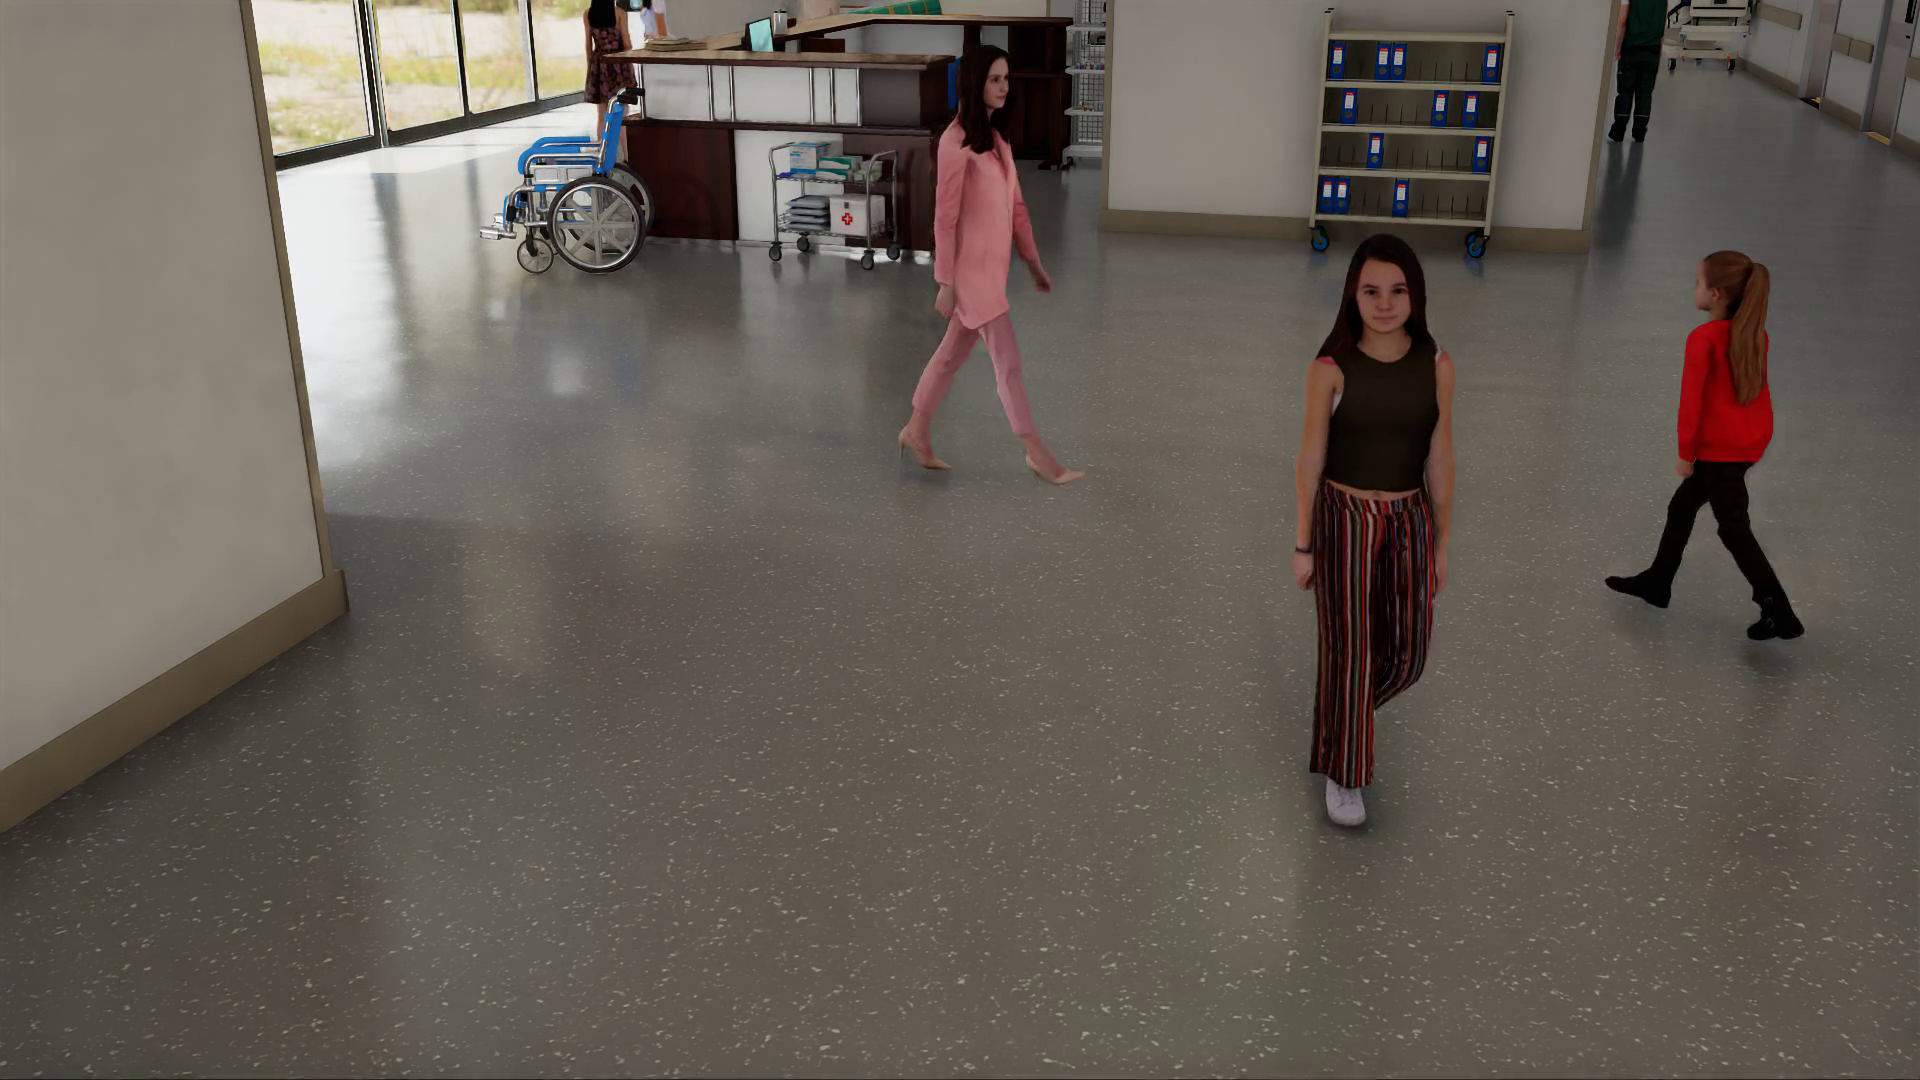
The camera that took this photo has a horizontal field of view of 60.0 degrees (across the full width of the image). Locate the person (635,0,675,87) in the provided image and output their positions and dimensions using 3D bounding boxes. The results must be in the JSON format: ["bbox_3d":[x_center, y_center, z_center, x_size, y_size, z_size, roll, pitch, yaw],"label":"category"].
[{"bbox_3d":[-2.798,-4.621,16.133,1.056,1.769,0.903,-6,22,-16],"label":"person"}]

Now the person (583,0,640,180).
[{"bbox_3d":[-3.114,-4.123,14.812,0.675,1.774,0.782,1,21,3],"label":"person"}]

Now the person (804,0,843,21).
[{"bbox_3d":[-1.439,-4.854,16.797,0.752,1.734,0.786,10,23,25],"label":"person"}]

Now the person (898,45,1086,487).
[{"bbox_3d":[-0.008,-1.063,6.765,1.158,1.750,0.788,10,23,25],"label":"person"}]

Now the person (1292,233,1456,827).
[{"bbox_3d":[1.061,-0.042,4.353,0.783,1.550,0.713,1,21,3],"label":"person"}]

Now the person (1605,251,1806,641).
[{"bbox_3d":[2.519,-0.265,5.370,0.823,1.246,0.968,-14,25,-33],"label":"person"}]

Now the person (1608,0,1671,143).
[{"bbox_3d":[7.064,-5.088,17.263,0.506,1.842,0.687,4,21,12],"label":"person"}]
